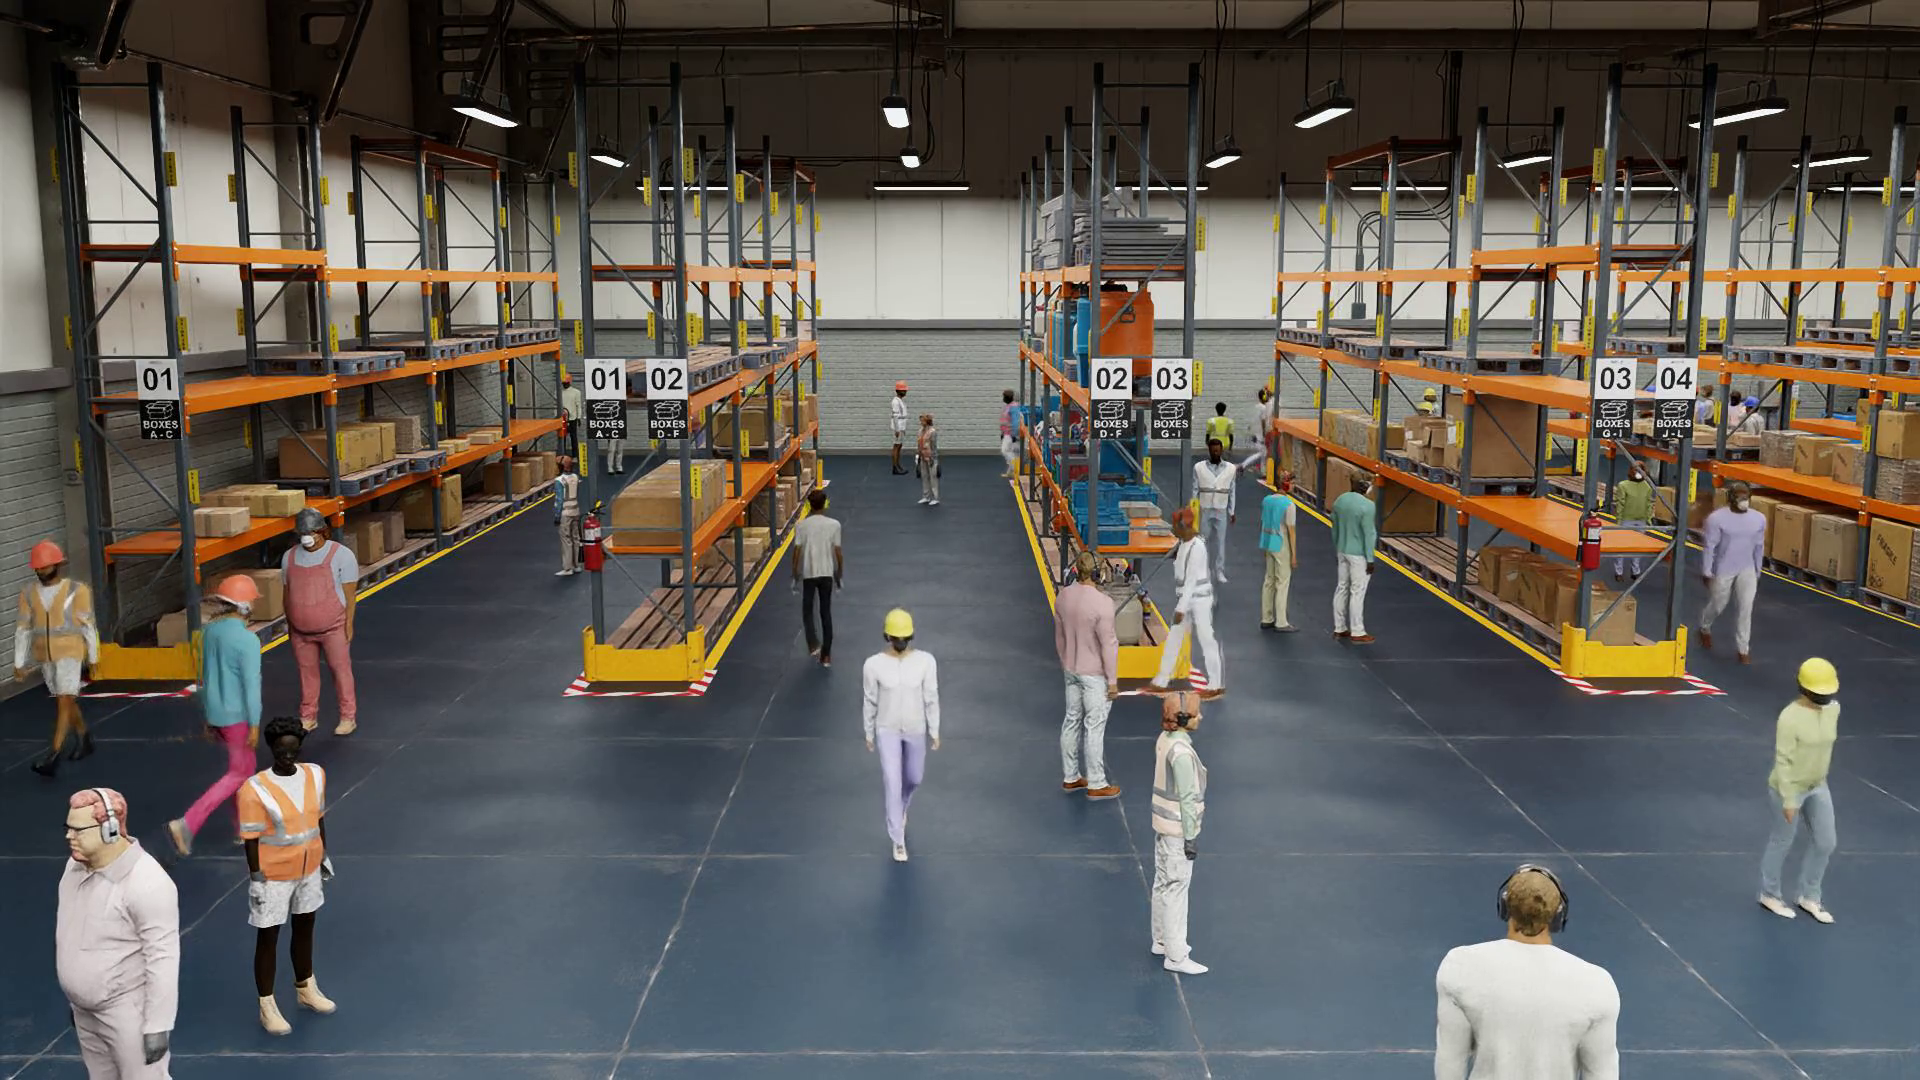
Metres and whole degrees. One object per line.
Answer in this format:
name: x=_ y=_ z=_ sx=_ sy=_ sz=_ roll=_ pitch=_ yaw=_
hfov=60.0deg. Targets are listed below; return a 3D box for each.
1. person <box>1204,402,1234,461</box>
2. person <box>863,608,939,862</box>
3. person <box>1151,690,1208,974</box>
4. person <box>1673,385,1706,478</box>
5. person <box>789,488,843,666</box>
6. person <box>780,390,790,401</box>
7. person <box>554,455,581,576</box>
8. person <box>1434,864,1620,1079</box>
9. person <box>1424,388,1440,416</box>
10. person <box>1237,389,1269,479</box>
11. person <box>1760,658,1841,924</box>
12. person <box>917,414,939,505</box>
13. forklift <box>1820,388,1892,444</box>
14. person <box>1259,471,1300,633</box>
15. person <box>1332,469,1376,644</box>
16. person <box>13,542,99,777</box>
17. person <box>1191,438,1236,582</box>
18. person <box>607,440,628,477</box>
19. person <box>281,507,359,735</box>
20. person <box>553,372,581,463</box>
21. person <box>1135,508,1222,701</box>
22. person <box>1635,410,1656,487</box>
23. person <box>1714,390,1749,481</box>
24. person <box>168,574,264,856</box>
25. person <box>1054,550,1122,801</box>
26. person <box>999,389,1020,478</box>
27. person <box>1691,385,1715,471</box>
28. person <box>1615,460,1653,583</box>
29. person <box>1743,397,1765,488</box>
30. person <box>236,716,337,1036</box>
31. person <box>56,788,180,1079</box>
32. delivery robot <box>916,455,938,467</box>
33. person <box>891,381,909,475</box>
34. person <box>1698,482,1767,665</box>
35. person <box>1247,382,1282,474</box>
person: x=4.973 y=-1.818 z=32.057 sx=0.538 sy=1.663 sz=0.812 roll=-1 pitch=9 yaw=-6
person: x=-0.427 y=1.308 z=11.690 sx=0.522 sy=1.740 sz=0.766 roll=-2 pitch=9 yaw=-13
person: x=1.261 y=1.678 z=9.637 sx=0.309 sy=1.640 sz=0.516 roll=-1 pitch=9 yaw=-8
person: x=14.691 y=-2.178 z=33.472 sx=0.354 sy=1.942 sz=0.545 roll=-7 pitch=11 yaw=-39
person: x=-1.495 y=0.388 z=17.290 sx=0.601 sy=1.840 sz=0.458 roll=-2 pitch=9 yaw=-13
person: x=-3.793 y=-2.472 z=36.365 sx=0.312 sy=1.633 sz=0.519 roll=2 pitch=9 yaw=14
person: x=-5.329 y=-0.330 z=22.555 sx=0.307 sy=1.639 sz=0.525 roll=3 pitch=9 yaw=18
person: x=2.016 y=2.099 z=5.965 sx=0.627 sy=1.941 sz=0.371 roll=4 pitch=10 yaw=24
person: x=9.895 y=-2.328 z=35.074 sx=0.312 sy=1.744 sz=0.487 roll=-4 pitch=9 yaw=-21
person: x=5.968 y=-2.113 z=33.394 sx=0.755 sy=1.843 sz=0.504 roll=-2 pitch=9 yaw=-10
person: x=5.185 y=1.535 z=10.271 sx=0.549 sy=1.713 sz=0.557 roll=-3 pitch=9 yaw=-21
person: x=-0.583 y=-1.444 z=29.754 sx=0.314 sy=1.633 sz=0.516 roll=-7 pitch=11 yaw=-38
forklift: x=20.072 y=-3.110 z=36.462 sx=1.873 sy=2.768 sz=1.129 roll=0 pitch=9 yaw=0
person: x=3.621 y=0.131 z=18.933 sx=0.374 sy=1.840 sz=0.569 roll=-4 pitch=10 yaw=-25
person: x=4.348 y=0.177 z=18.349 sx=0.372 sy=1.935 sz=0.629 roll=-4 pitch=10 yaw=-27
person: x=-7.381 y=0.952 z=13.519 sx=0.573 sy=1.879 sz=0.998 roll=0 pitch=9 yaw=1
person: x=3.363 y=-0.394 z=22.068 sx=0.587 sy=1.920 sz=0.391 roll=0 pitch=9 yaw=0
person: x=-7.032 y=-2.205 z=34.041 sx=0.412 sy=1.824 sz=0.600 roll=6 pitch=10 yaw=32
person: x=-5.647 y=0.706 z=14.605 sx=0.679 sy=2.000 sz=0.536 roll=1 pitch=9 yaw=4
person: x=-8.643 y=-2.693 z=36.611 sx=0.611 sy=1.995 sz=0.382 roll=0 pitch=9 yaw=0
person: x=2.098 y=0.627 z=15.711 sx=0.914 sy=1.845 sz=0.616 roll=-2 pitch=9 yaw=-13
person: x=13.178 y=-1.786 z=32.033 sx=0.313 sy=1.610 sz=0.589 roll=-6 pitch=10 yaw=-32
person: x=15.383 y=-2.082 z=33.230 sx=0.610 sy=1.816 sz=0.689 roll=-7 pitch=12 yaw=-40
person: x=-5.133 y=1.229 z=11.521 sx=0.640 sy=1.967 sz=0.821 roll=7 pitch=11 yaw=37
person: x=0.990 y=1.033 z=12.828 sx=0.372 sy=1.940 sz=0.632 roll=-7 pitch=11 yaw=-38
person: x=0.996 y=-2.148 z=33.681 sx=0.449 sy=1.821 sz=0.676 roll=-1 pitch=9 yaw=-8
person: x=15.655 y=-2.356 z=35.005 sx=0.428 sy=1.825 sz=0.557 roll=5 pitch=10 yaw=29
person: x=8.924 y=-0.243 z=22.015 sx=0.505 sy=1.631 sz=0.278 roll=-1 pitch=9 yaw=-6
person: x=14.042 y=-1.567 z=29.518 sx=0.405 sy=1.946 sz=0.609 roll=8 pitch=12 yaw=43
person: x=-3.593 y=1.763 z=8.899 sx=0.322 sy=1.697 sz=0.532 roll=5 pitch=10 yaw=30
person: x=-3.541 y=1.961 z=6.960 sx=0.643 sy=1.910 sz=0.400 roll=5 pitch=10 yaw=32
delivery robot: x=-0.683 y=-1.606 z=33.939 sx=0.477 sy=0.478 sz=0.707 roll=-2 pitch=9 yaw=-13
person: x=-1.235 y=-2.322 z=34.409 sx=0.375 sy=1.939 sz=0.546 roll=2 pitch=9 yaw=13
person: x=8.149 y=0.311 z=17.606 sx=0.637 sy=1.913 sz=0.902 roll=1 pitch=9 yaw=4
person: x=6.416 y=-2.276 z=34.203 sx=0.894 sy=1.936 sz=0.617 roll=2 pitch=9 yaw=11
